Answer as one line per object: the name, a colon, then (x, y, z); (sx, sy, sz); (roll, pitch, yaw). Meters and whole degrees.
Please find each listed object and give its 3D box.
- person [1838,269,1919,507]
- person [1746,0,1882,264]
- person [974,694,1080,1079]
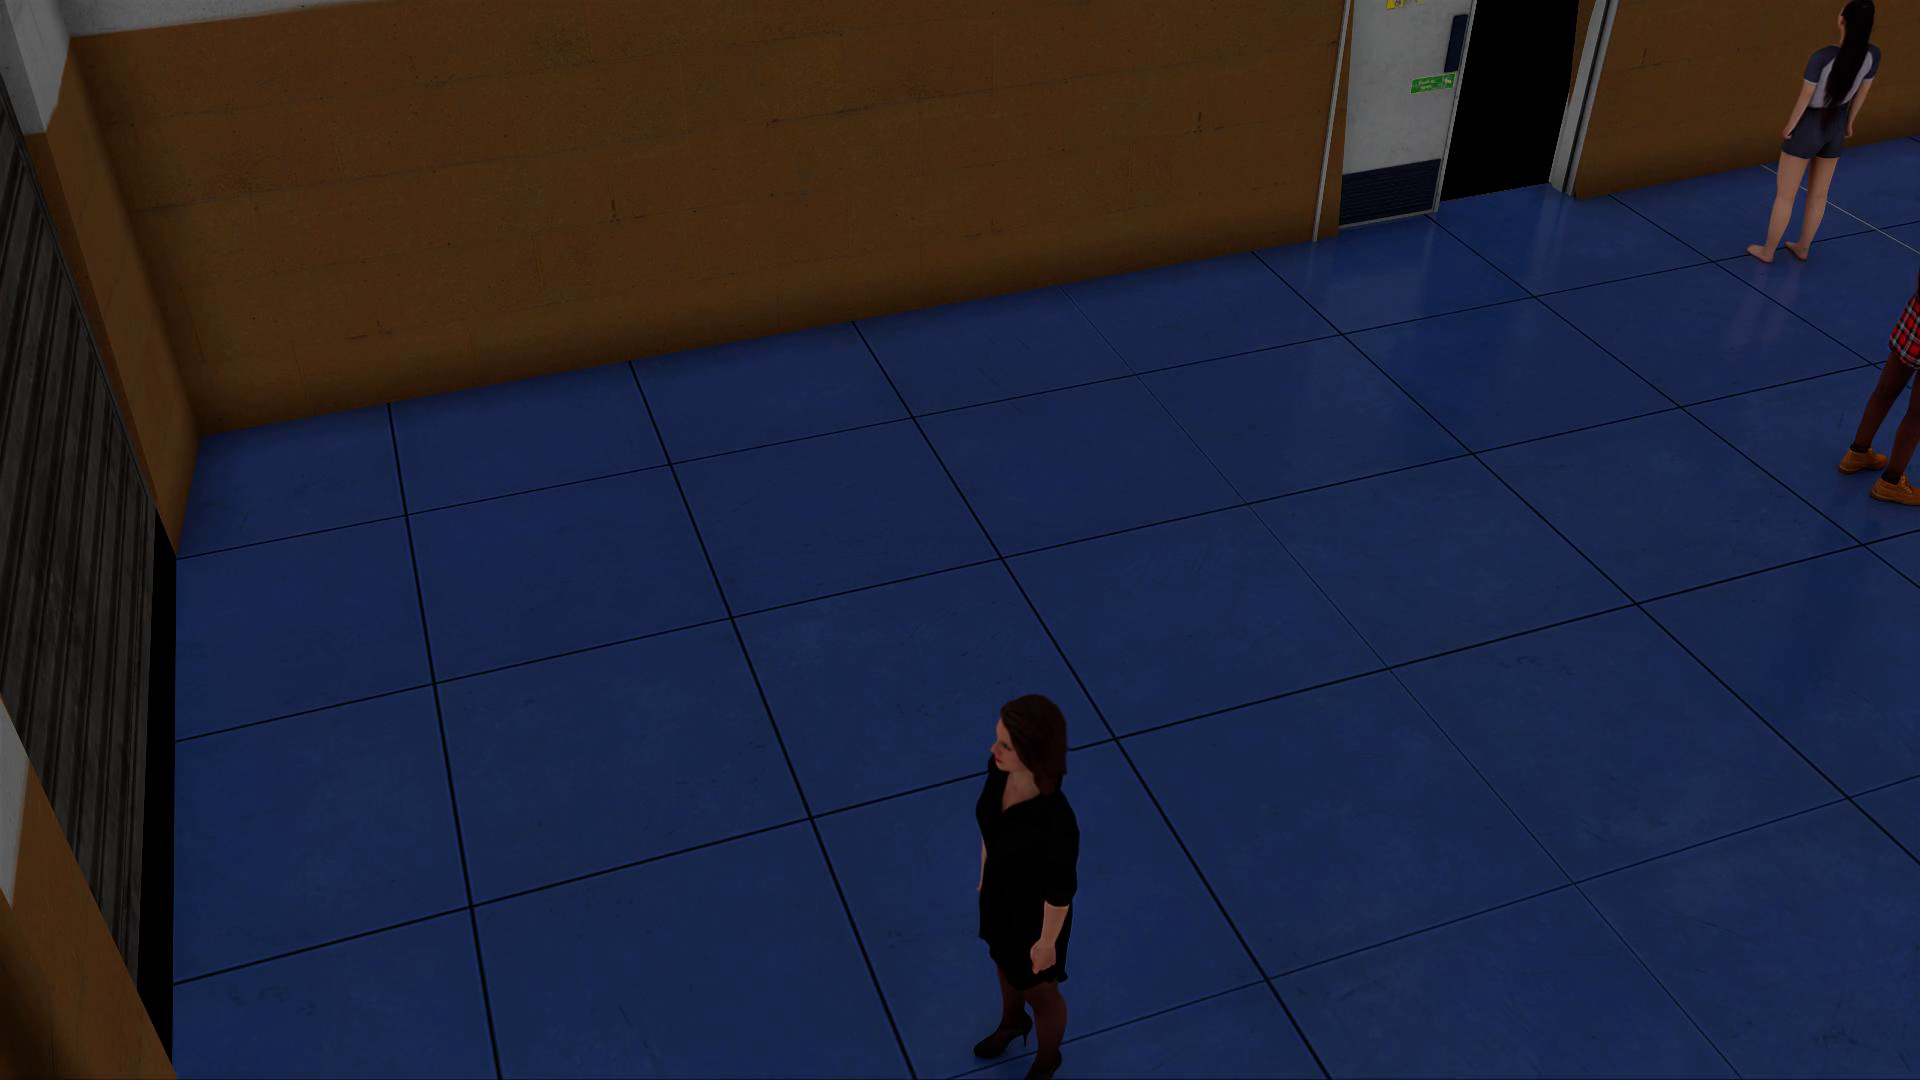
person: (4.710, -0.993, 8.033); (0.721, 1.727, 0.597); (-5, 37, -7)
person: (5.192, -2.453, 10.043); (0.632, 1.651, 0.583); (-5, 37, -7)
person: (0.209, 1.137, 5.199); (0.677, 1.706, 0.486); (-19, 41, -23)
